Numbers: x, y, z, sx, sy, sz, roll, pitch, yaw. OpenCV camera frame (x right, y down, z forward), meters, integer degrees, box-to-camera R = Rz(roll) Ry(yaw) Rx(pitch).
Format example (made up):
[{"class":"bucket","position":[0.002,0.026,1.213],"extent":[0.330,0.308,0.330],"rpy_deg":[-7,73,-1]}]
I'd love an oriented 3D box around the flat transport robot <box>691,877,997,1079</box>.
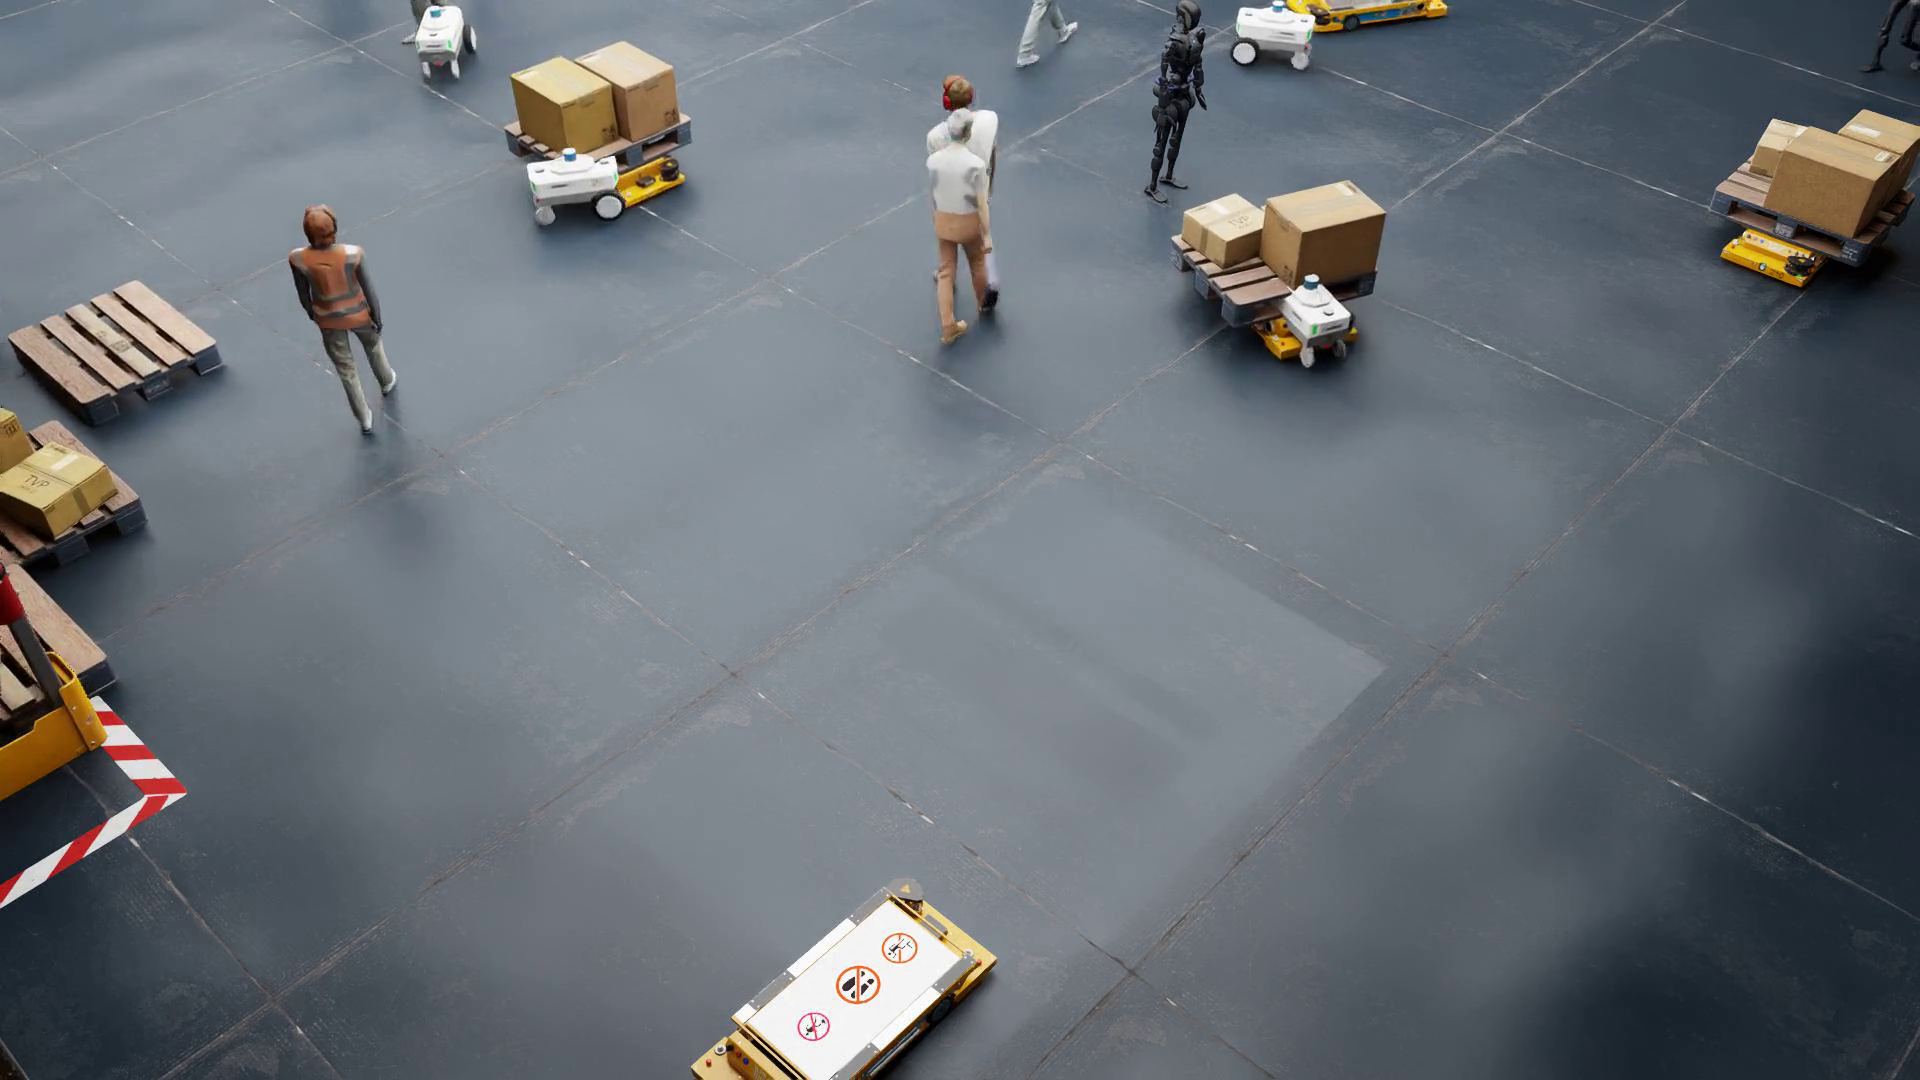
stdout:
[{"class":"flat transport robot","position":[-0.540,2.262,8.012],"extent":[0.659,0.231,1.431],"rpy_deg":[32,51,30]}]

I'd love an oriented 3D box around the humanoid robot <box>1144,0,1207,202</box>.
[{"class":"humanoid robot","position":[1.760,-3.563,13.423],"extent":[0.315,1.657,0.599],"rpy_deg":[32,51,30]}]

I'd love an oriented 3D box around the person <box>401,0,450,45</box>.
[{"class":"person","position":[-5.076,-5.531,15.519],"extent":[0.606,1.812,0.625],"rpy_deg":[-7,42,-8]}]

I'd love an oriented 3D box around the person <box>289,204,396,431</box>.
[{"class":"person","position":[-4.164,-1.557,11.245],"extent":[0.523,1.609,0.737],"rpy_deg":[-10,43,-11]}]

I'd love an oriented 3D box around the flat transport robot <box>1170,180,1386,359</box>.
[{"class":"flat transport robot","position":[2.353,-1.892,12.629],"extent":[0.659,0.231,1.431],"rpy_deg":[-16,44,-17]}]

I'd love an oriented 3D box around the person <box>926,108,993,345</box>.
[{"class":"person","position":[0.044,-2.298,12.017],"extent":[0.536,1.688,0.831],"rpy_deg":[13,44,14]}]

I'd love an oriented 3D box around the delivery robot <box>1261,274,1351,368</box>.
[{"class":"delivery robot","position":[2.528,-1.673,12.176],"extent":[0.499,0.601,0.805],"rpy_deg":[-16,44,-17]}]

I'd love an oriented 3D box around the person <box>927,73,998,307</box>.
[{"class":"person","position":[0.037,-2.524,12.174],"extent":[0.574,1.818,0.684],"rpy_deg":[-17,45,-18]}]

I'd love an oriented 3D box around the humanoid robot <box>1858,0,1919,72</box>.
[{"class":"humanoid robot","position":[8.715,-5.031,15.073],"extent":[0.560,1.632,0.584],"rpy_deg":[-12,43,-13]}]

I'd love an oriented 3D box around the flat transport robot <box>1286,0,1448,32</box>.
[{"class":"flat transport robot","position":[4.023,-5.312,16.430],"extent":[1.431,0.231,0.659],"rpy_deg":[-11,43,-12]}]

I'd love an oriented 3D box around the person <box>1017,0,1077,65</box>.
[{"class":"person","position":[0.834,-5.287,15.330],"extent":[0.497,1.688,0.918],"rpy_deg":[33,51,31]}]

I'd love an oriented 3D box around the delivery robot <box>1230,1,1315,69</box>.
[{"class":"delivery robot","position":[2.949,-4.756,15.588],"extent":[0.757,0.580,0.499],"rpy_deg":[10,43,11]}]

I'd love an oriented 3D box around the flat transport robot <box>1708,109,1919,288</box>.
[{"class":"flat transport robot","position":[6.719,-2.492,13.295],"extent":[0.659,0.231,1.431],"rpy_deg":[32,51,30]}]

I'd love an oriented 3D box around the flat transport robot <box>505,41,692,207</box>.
[{"class":"flat transport robot","position":[-3.039,-3.253,14.141],"extent":[0.659,0.231,1.431],"rpy_deg":[-34,52,-32]}]

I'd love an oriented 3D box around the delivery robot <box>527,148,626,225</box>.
[{"class":"delivery robot","position":[-3.127,-2.911,13.535],"extent":[0.769,0.577,0.499],"rpy_deg":[-10,43,-11]}]

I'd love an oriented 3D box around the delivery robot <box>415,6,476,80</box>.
[{"class":"delivery robot","position":[-4.841,-4.693,15.528],"extent":[0.499,0.595,0.781],"rpy_deg":[-3,42,-4]}]
